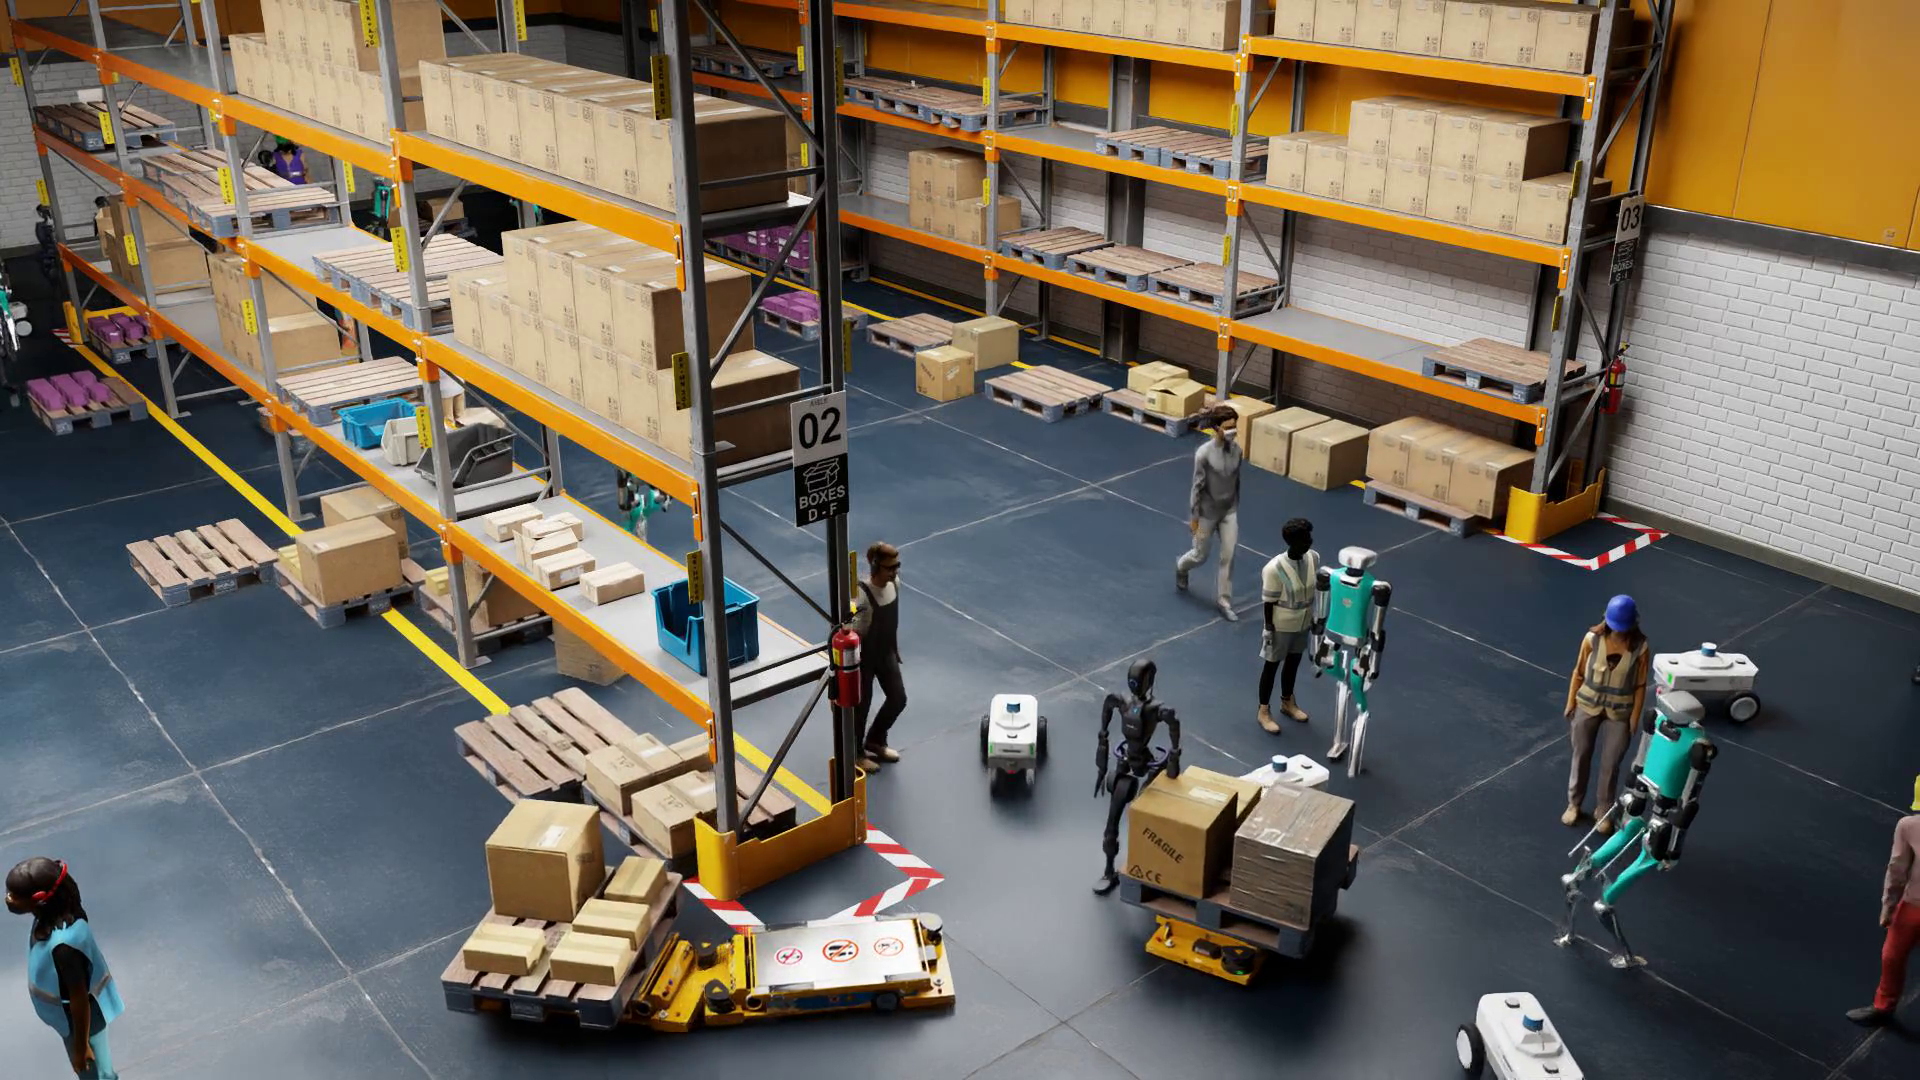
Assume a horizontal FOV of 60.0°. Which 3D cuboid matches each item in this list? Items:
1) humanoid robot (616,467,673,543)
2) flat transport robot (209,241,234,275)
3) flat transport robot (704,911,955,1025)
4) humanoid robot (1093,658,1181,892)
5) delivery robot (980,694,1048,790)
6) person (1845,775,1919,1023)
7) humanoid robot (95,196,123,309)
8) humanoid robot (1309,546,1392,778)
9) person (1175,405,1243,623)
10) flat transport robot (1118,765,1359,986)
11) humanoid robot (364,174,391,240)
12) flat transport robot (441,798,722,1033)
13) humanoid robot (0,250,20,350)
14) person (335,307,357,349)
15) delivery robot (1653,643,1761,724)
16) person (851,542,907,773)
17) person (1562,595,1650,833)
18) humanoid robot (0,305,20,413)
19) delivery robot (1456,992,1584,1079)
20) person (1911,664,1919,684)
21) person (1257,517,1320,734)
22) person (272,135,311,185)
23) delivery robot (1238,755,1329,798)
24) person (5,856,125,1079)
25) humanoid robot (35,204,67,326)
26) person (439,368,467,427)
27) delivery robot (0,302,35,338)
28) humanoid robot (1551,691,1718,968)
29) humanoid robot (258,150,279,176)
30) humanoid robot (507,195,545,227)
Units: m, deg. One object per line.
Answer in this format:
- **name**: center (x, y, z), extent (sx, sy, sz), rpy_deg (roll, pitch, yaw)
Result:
- **humanoid robot**: center (-2.851, -0.362, 14.781), extent (0.535, 1.885, 0.796), rpy_deg (-15, 27, -31)
- **flat transport robot**: center (-10.552, -3.965, 24.826), extent (1.431, 0.231, 0.659), rpy_deg (-10, 25, -23)
- **flat transport robot**: center (-0.783, 2.522, 9.803), extent (1.431, 0.231, 0.659), rpy_deg (-3, 24, -8)
- **humanoid robot**: center (1.112, 1.498, 10.393), extent (0.585, 1.655, 0.344), rpy_deg (12, 26, 26)
- **delivery robot**: center (0.384, 1.416, 12.012), extent (0.499, 0.601, 0.802), rpy_deg (1, 23, 3)
- **person**: center (5.374, 2.053, 9.066), extent (0.654, 1.717, 0.323), rpy_deg (14, 27, 30)
- **humanoid robot**: center (-11.761, -3.939, 22.994), extent (0.364, 1.641, 0.597), rpy_deg (-4, 24, -10)
- **humanoid robot**: center (2.820, 0.828, 11.910), extent (0.543, 1.818, 0.702), rpy_deg (14, 27, 29)
- **person**: center (2.170, -0.274, 14.250), extent (0.542, 1.879, 0.764), rpy_deg (-9, 25, -20)
- **flat transport robot**: center (1.760, 2.247, 10.441), extent (0.659, 0.231, 1.431), rpy_deg (13, 26, 27)
- **humanoid robot**: center (-8.578, -4.332, 23.883), extent (0.926, 1.770, 0.547), rpy_deg (-11, 26, -23)
- **flat transport robot**: center (-2.178, 2.536, 9.771), extent (1.431, 0.231, 0.659), rpy_deg (4, 24, 10)
- **humanoid robot**: center (-12.475, -3.253, 21.437), extent (0.552, 1.832, 0.856), rpy_deg (-8, 25, -18)
- **person**: center (-7.371, -2.725, 20.067), extent (0.303, 1.763, 0.508), rpy_deg (-2, 23, -5)
- **delivery robot**: center (5.743, 1.081, 12.792), extent (0.775, 0.604, 0.507), rpy_deg (0, 23, 0)
- **person**: center (-0.609, 0.835, 11.776), extent (0.468, 1.817, 0.518), rpy_deg (18, 29, 36)
- **person**: center (4.295, 1.149, 11.097), extent (0.475, 1.756, 0.379), rpy_deg (11, 26, 23)
- **humanoid robot**: center (-11.160, -2.245, 19.064), extent (0.616, 1.640, 0.431), rpy_deg (-5, 24, -12)
- **delivery robot**: center (3.023, 2.762, 8.885), extent (0.499, 0.593, 0.795), rpy_deg (-2, 23, -4)
- **person**: center (7.797, 0.269, 12.943), extent (0.547, 1.923, 0.385), rpy_deg (15, 27, 30)
- **person**: center (2.457, 0.620, 12.405), extent (0.539, 1.696, 0.315), rpy_deg (-16, 28, -32)
- **person**: center (-10.646, -5.606, 26.563), extent (0.567, 1.897, 0.504), rpy_deg (-7, 24, -15)
- **delivery robot**: center (2.160, 1.729, 11.261), extent (0.754, 0.581, 0.499), rpy_deg (-15, 27, -30)
- **person**: center (-4.332, 2.360, 8.176), extent (0.396, 1.862, 0.495), rpy_deg (-17, 29, -34)
- **humanoid robot**: center (-12.295, -3.722, 22.489), extent (0.605, 1.645, 0.354), rpy_deg (22, 31, 40)
- **person**: center (-5.394, -1.602, 17.477), extent (0.321, 1.753, 0.561), rpy_deg (9, 25, 20)
- **delivery robot**: center (-12.739, -2.925, 22.078), extent (0.784, 0.613, 0.523), rpy_deg (-20, 30, -39)
- **humanoid robot**: center (3.870, 1.758, 9.768), extent (0.806, 1.802, 0.530), rpy_deg (-7, 24, -16)
- **humanoid robot**: center (-10.772, -5.277, 26.085), extent (0.609, 1.655, 0.329), rpy_deg (18, 29, 35)
- **humanoid robot**: center (-6.895, -5.433, 26.509), extent (0.537, 1.891, 0.705), rpy_deg (-18, 29, -36)
